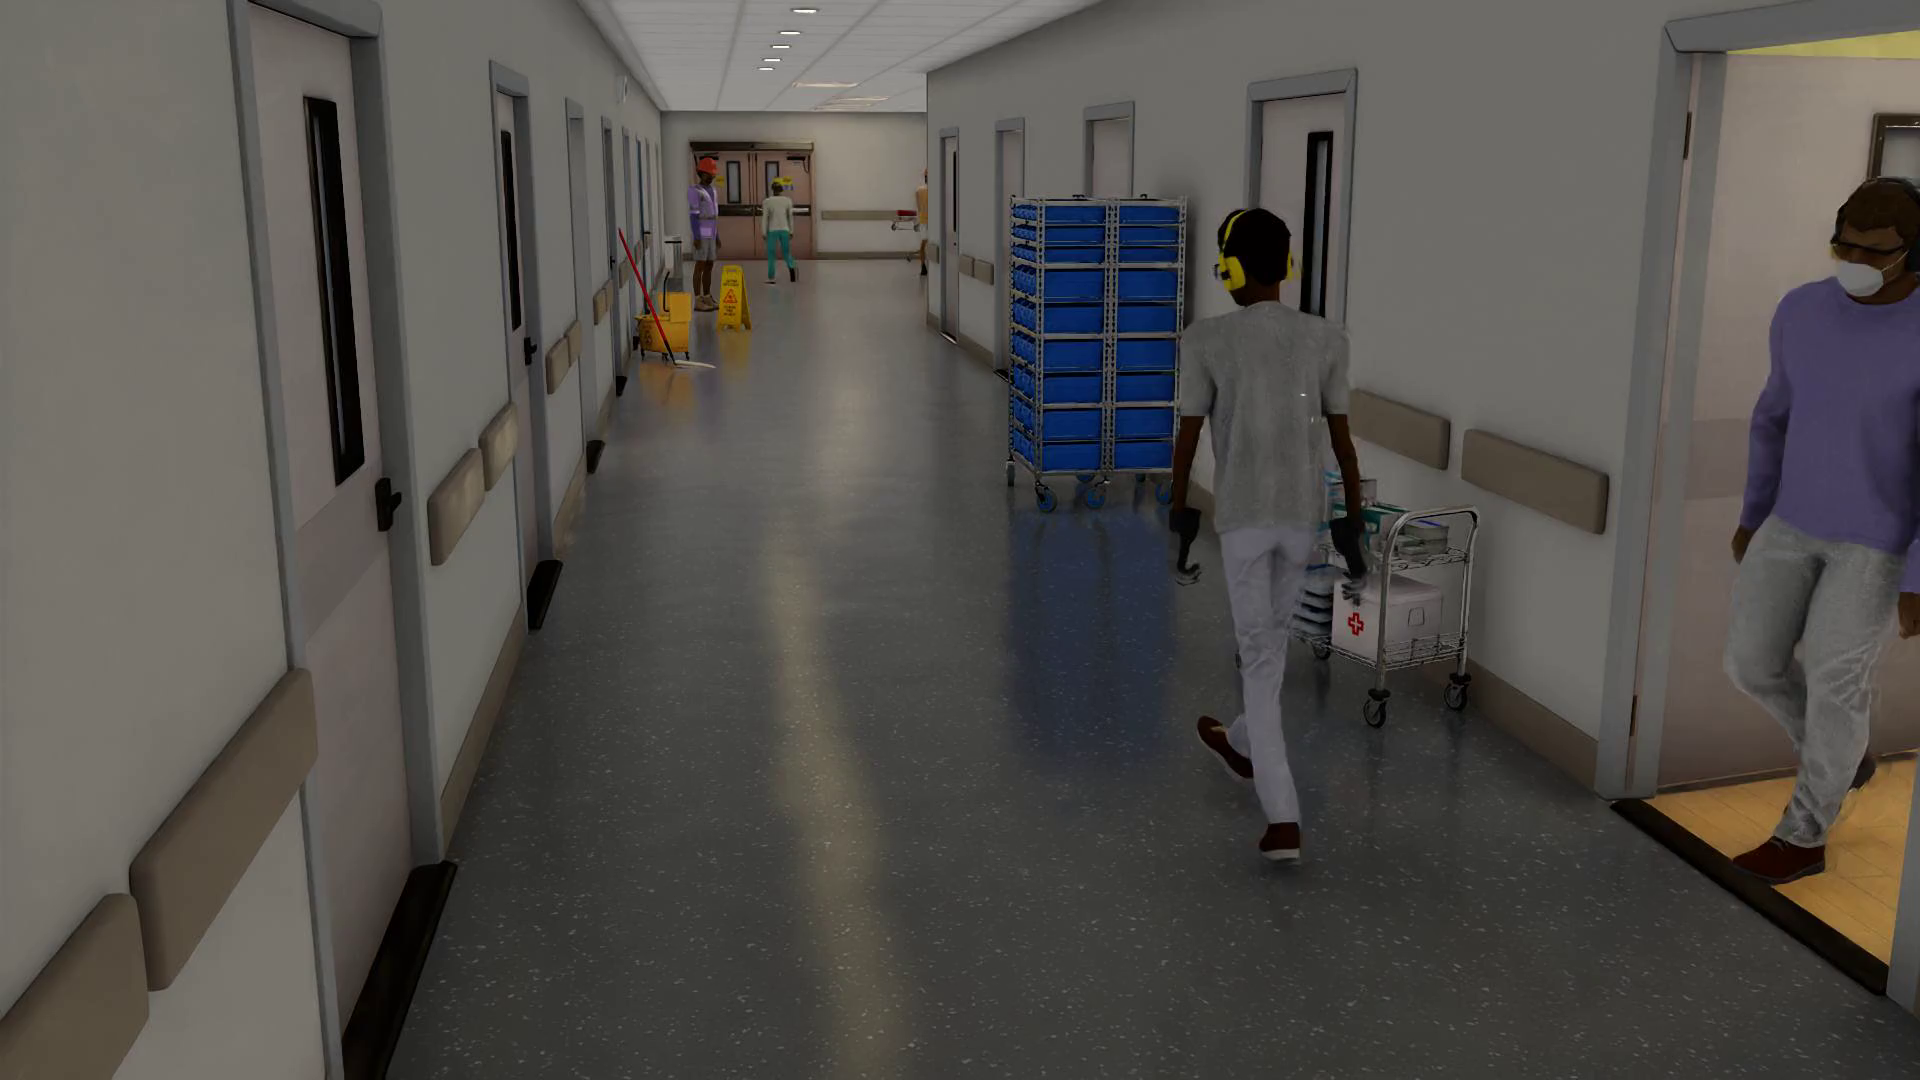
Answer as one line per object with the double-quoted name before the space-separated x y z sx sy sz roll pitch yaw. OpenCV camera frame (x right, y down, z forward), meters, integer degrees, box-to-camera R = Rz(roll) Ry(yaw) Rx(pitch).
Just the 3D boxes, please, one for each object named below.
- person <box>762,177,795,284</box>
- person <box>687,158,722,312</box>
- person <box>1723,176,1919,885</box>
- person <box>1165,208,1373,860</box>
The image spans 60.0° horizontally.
"person" -2.989 -5.090 27.404 0.543 1.743 0.584 -6 14 -24
"person" -3.394 -4.094 22.342 0.393 2.036 0.605 5 14 22
"person" 2.357 0.011 4.404 0.507 1.906 0.706 -5 14 -21
"person" 0.899 -0.032 4.827 0.567 1.816 1.004 -2 13 -10
